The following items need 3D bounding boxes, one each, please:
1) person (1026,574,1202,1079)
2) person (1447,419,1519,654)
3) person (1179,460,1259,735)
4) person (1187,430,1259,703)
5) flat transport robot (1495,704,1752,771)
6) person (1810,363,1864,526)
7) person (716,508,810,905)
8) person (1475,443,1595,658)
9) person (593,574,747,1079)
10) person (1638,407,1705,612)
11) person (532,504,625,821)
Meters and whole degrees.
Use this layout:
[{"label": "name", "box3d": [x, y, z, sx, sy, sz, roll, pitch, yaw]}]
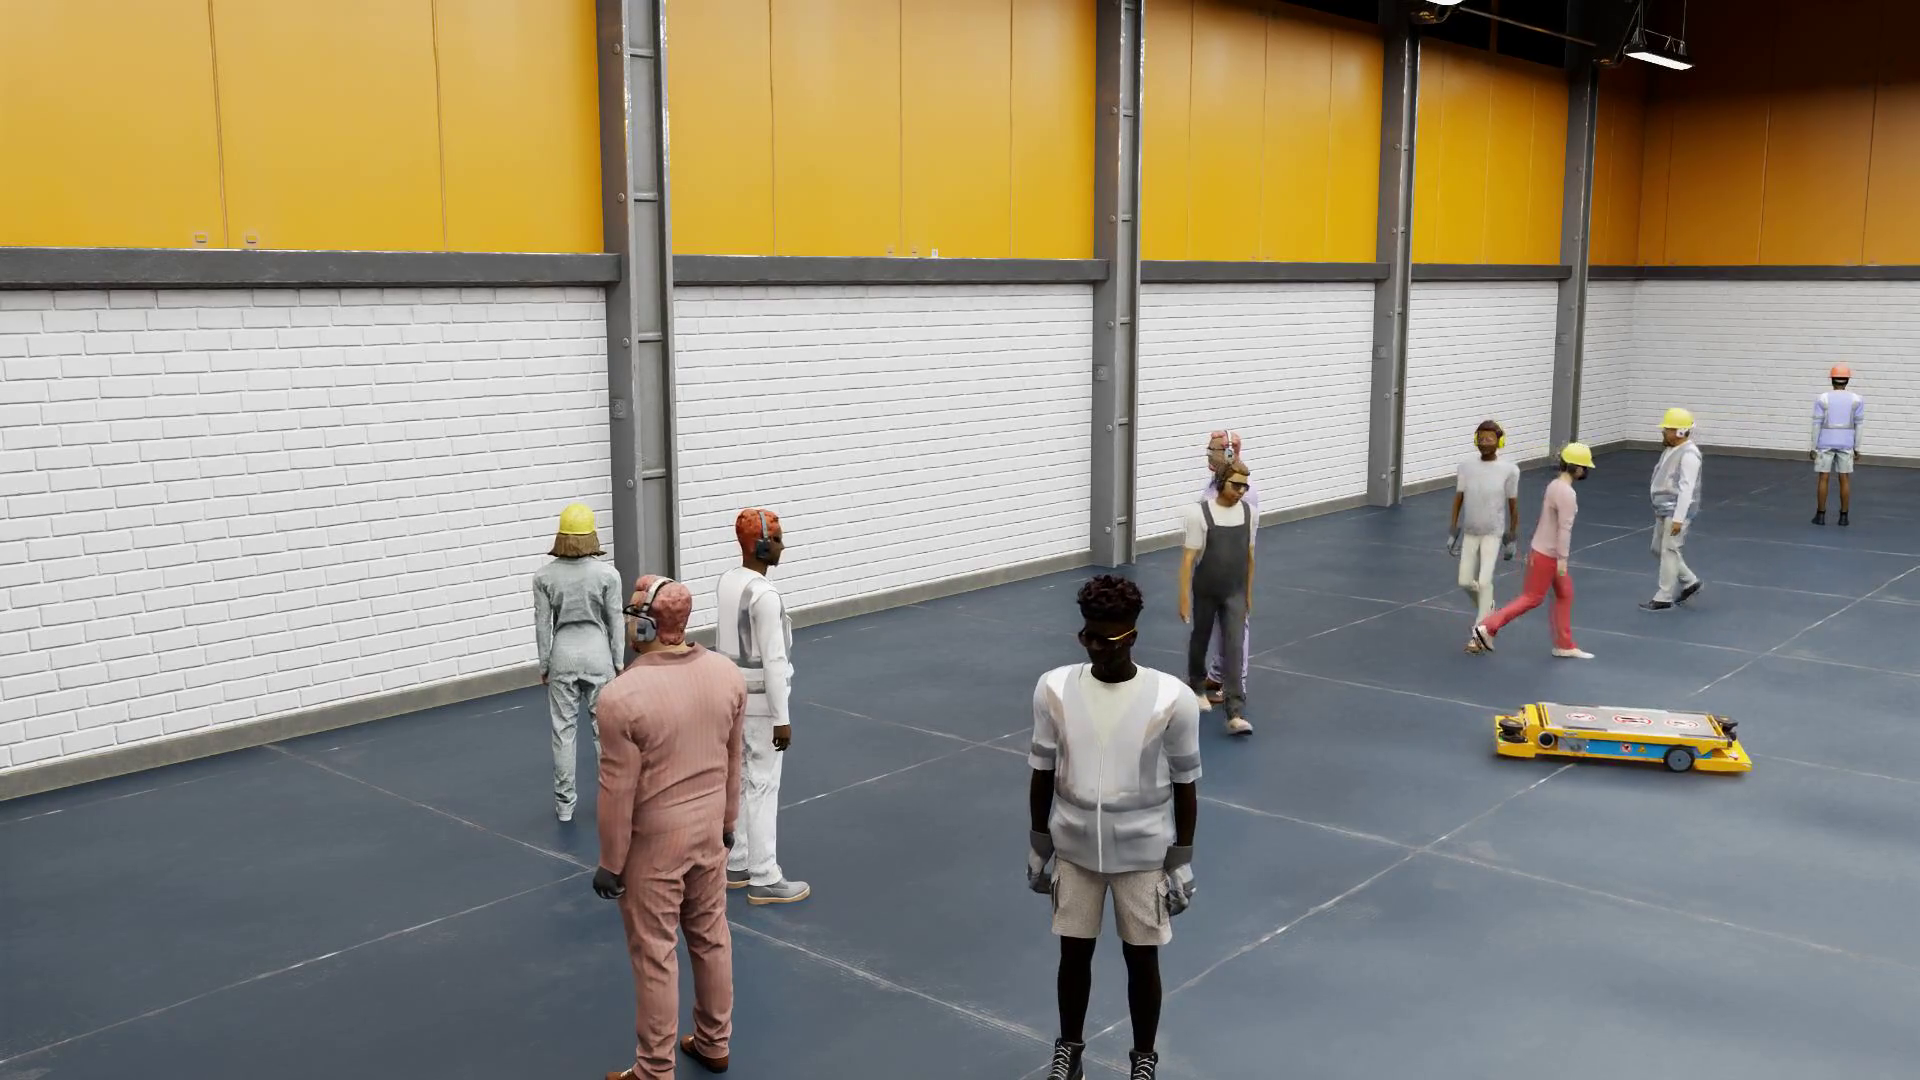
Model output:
[{"label": "person", "box3d": [0.525, 1.078, 5.827, 0.613, 1.962, 0.365, 3, 10, 19]}, {"label": "person", "box3d": [4.186, -0.052, 13.283, 0.521, 1.856, 0.704, 7, 11, 36]}, {"label": "person", "box3d": [1.707, 0.353, 10.974, 0.549, 1.782, 1.034, -1, 9, -9]}, {"label": "person", "box3d": [1.828, 0.181, 11.644, 0.404, 1.909, 0.636, -2, 9, -11]}, {"label": "flat transport robot", "box3d": [4.082, 1.206, 10.320, 1.431, 0.197, 0.652, 3, 9, 16]}, {"label": "person", "box3d": [10.435, -1.137, 19.829, 0.551, 1.932, 0.378, 3, 10, 19]}, {"label": "person", "box3d": [-0.962, 0.784, 7.924, 0.343, 1.883, 0.585, -5, 11, -30]}, {"label": "person", "box3d": [4.478, 0.088, 12.877, 0.849, 1.712, 0.532, 2, 9, 12]}, {"label": "person", "box3d": [-1.072, 1.072, 6.048, 0.407, 1.908, 0.641, 7, 12, 38]}, {"label": "person", "box3d": [6.334, -0.263, 14.701, 0.511, 1.825, 0.620, 1, 9, 5]}, {"label": "person", "box3d": [-2.066, 0.669, 9.090, 0.484, 1.744, 0.295, -1, 9, -5]}]
